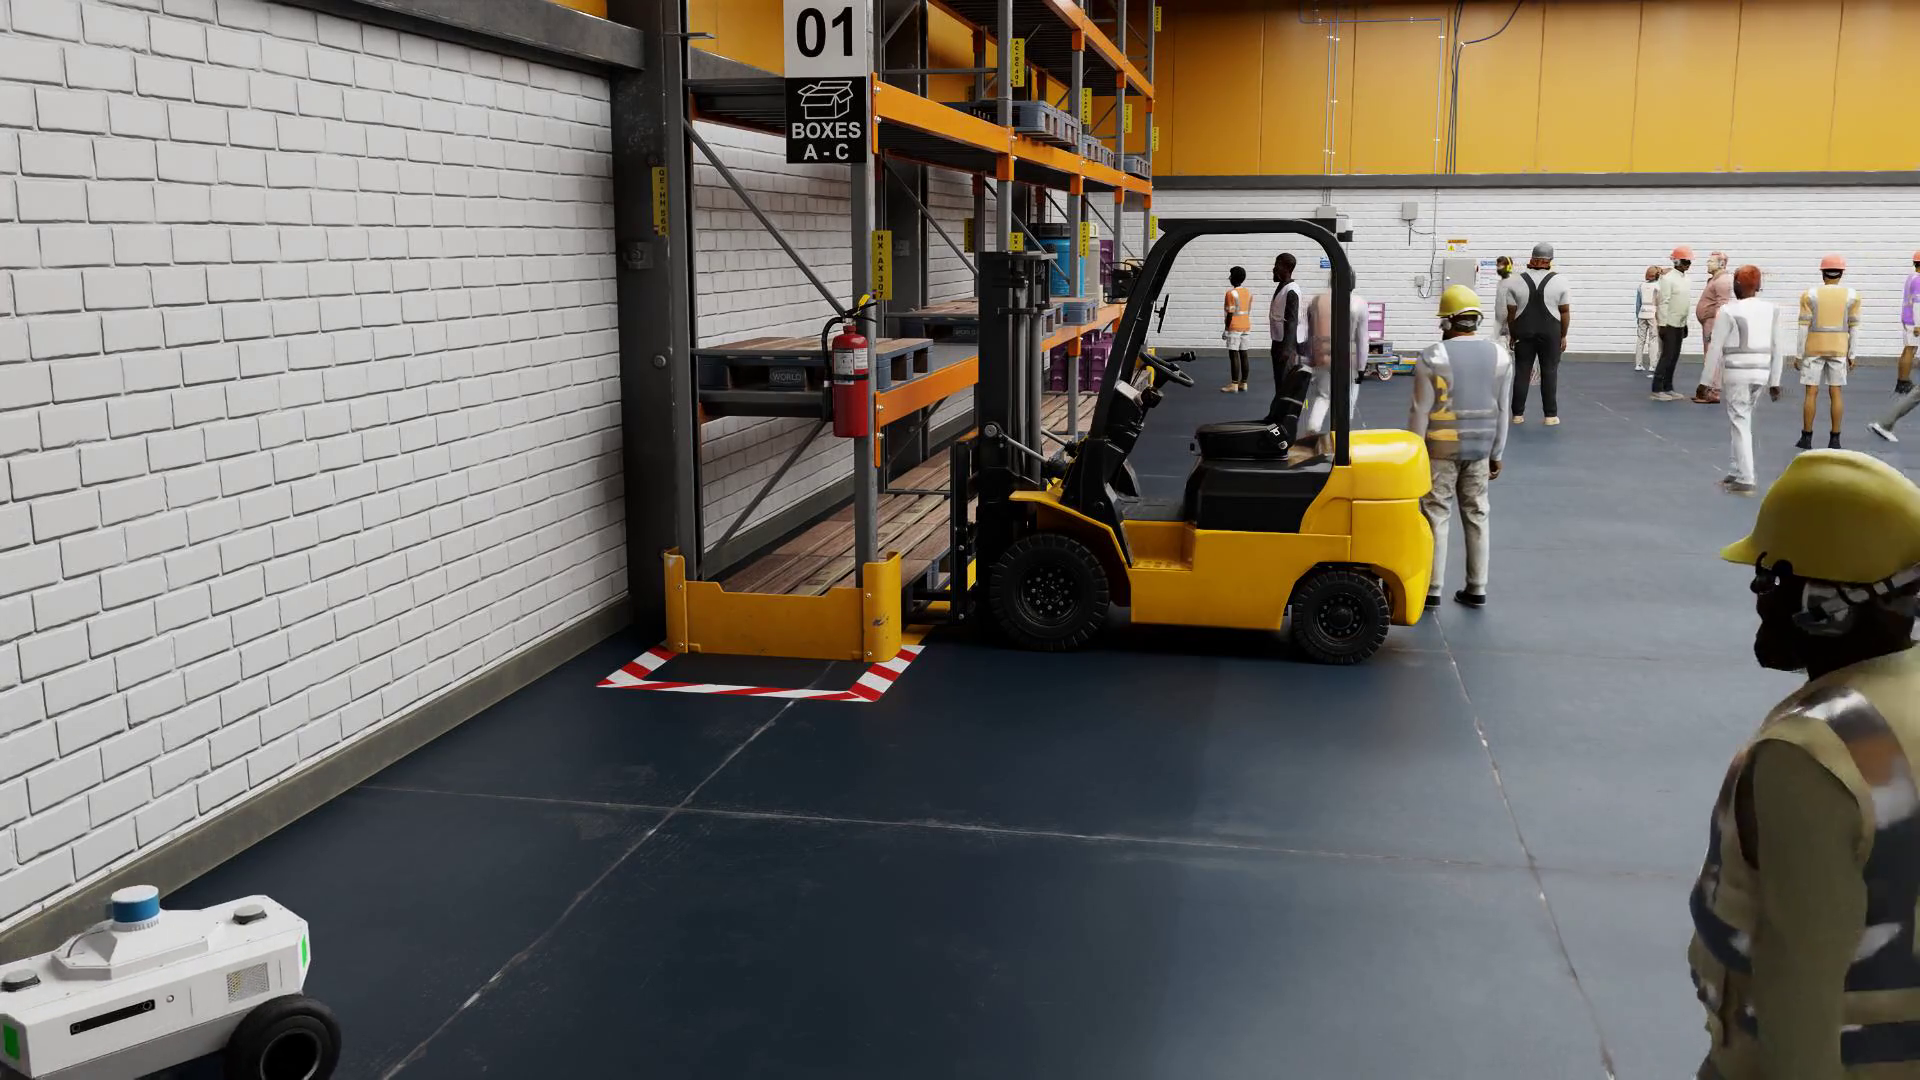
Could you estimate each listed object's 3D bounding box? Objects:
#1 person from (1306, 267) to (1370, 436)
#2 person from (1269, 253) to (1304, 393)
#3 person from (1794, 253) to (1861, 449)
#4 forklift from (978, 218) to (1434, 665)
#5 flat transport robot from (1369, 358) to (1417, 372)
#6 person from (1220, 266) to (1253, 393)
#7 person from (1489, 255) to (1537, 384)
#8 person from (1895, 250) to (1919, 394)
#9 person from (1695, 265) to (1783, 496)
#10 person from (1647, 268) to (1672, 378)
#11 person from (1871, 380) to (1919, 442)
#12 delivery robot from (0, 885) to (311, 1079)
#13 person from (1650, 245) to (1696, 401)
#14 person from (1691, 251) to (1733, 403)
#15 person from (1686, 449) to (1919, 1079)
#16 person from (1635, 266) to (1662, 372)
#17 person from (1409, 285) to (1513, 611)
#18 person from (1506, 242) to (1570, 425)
[{"bbox_3d":[3.528,-1.658,15.626,0.640,1.828,0.634,7,13,35],"label":"person"},{"bbox_3d":[3.472,-2.102,17.816,0.392,1.915,0.593,-1,10,-4],"label":"person"},{"bbox_3d":[8.547,-1.859,16.429,0.552,1.932,0.377,3,11,18],"label":"person"},{"bbox_3d":[1.285,-0.567,8.635,2.313,2.155,1.214,2,11,11],"label":"forklift"},{"bbox_3d":[6.701,-2.670,25.439,1.431,0.197,0.652,4,11,20],"label":"flat transport robot"},{"bbox_3d":[3.724,-2.829,22.396,0.320,1.697,0.531,9,14,42],"label":"person"},{"bbox_3d":[7.711,-3.070,23.347,0.868,1.843,0.530,-3,11,-18],"label":"person"},{"bbox_3d":[12.802,-2.923,22.251,0.361,1.935,0.553,4,11,21],"label":"person"},{"bbox_3d":[6.345,-1.310,13.604,0.599,1.857,0.704,-3,11,-17],"label":"person"},{"bbox_3d":[10.387,-3.182,24.492,0.309,1.641,0.515,1,10,6],"label":"person"},{"bbox_3d":[9.814,-1.865,16.730,1.019,1.853,0.598,6,12,31],"label":"person"},{"bbox_3d":[-1.935,1.063,3.938,0.477,0.478,0.707,10,14,44],"label":"delivery robot"},{"bbox_3d":[9.171,-2.778,21.325,0.619,1.983,0.406,-10,14,-43],"label":"person"},{"bbox_3d":[9.490,-2.677,20.988,0.408,1.907,0.653,4,11,20],"label":"person"},{"bbox_3d":[1.329,0.748,2.566,0.590,1.788,0.918,-7,12,-33],"label":"person"},{"bbox_3d":[10.734,-3.432,25.858,0.312,1.642,0.512,-6,12,-30],"label":"person"},{"bbox_3d":[2.785,-0.511,9.342,0.590,1.823,0.403,-2,11,-12],"label":"person"},{"bbox_3d":[6.471,-2.310,18.612,0.683,2.000,0.538,5,12,28],"label":"person"}]
